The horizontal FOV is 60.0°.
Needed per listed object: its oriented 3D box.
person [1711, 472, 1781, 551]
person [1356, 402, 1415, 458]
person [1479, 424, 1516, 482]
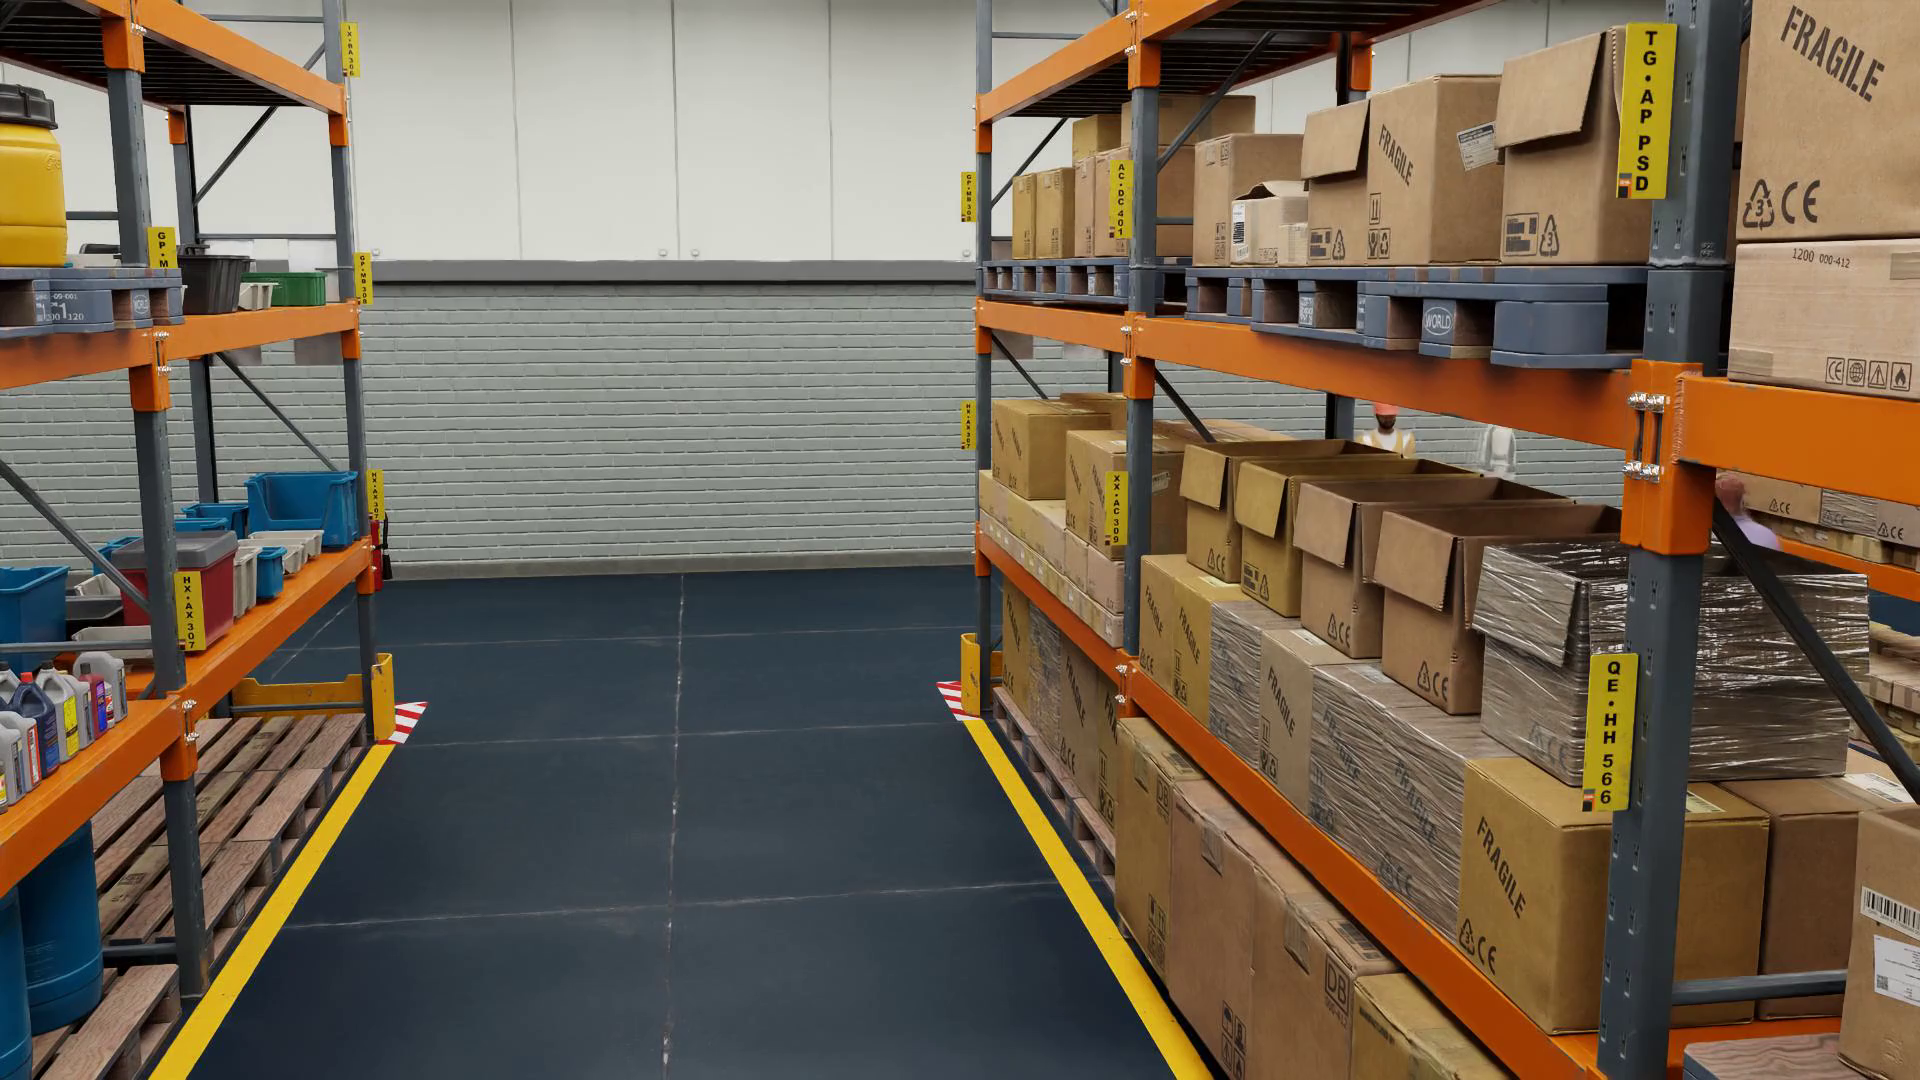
[{"bbox_3d":[4.446,0.527,9.830,0.659,1.860,0.980,-1,9,-5],"label":"person"},{"bbox_3d":[3.926,-0.426,15.512,0.549,1.916,0.692,-1,9,-4],"label":"person"},{"bbox_3d":[4.883,-0.462,15.407,0.708,2.022,0.620,2,10,15],"label":"person"}]
